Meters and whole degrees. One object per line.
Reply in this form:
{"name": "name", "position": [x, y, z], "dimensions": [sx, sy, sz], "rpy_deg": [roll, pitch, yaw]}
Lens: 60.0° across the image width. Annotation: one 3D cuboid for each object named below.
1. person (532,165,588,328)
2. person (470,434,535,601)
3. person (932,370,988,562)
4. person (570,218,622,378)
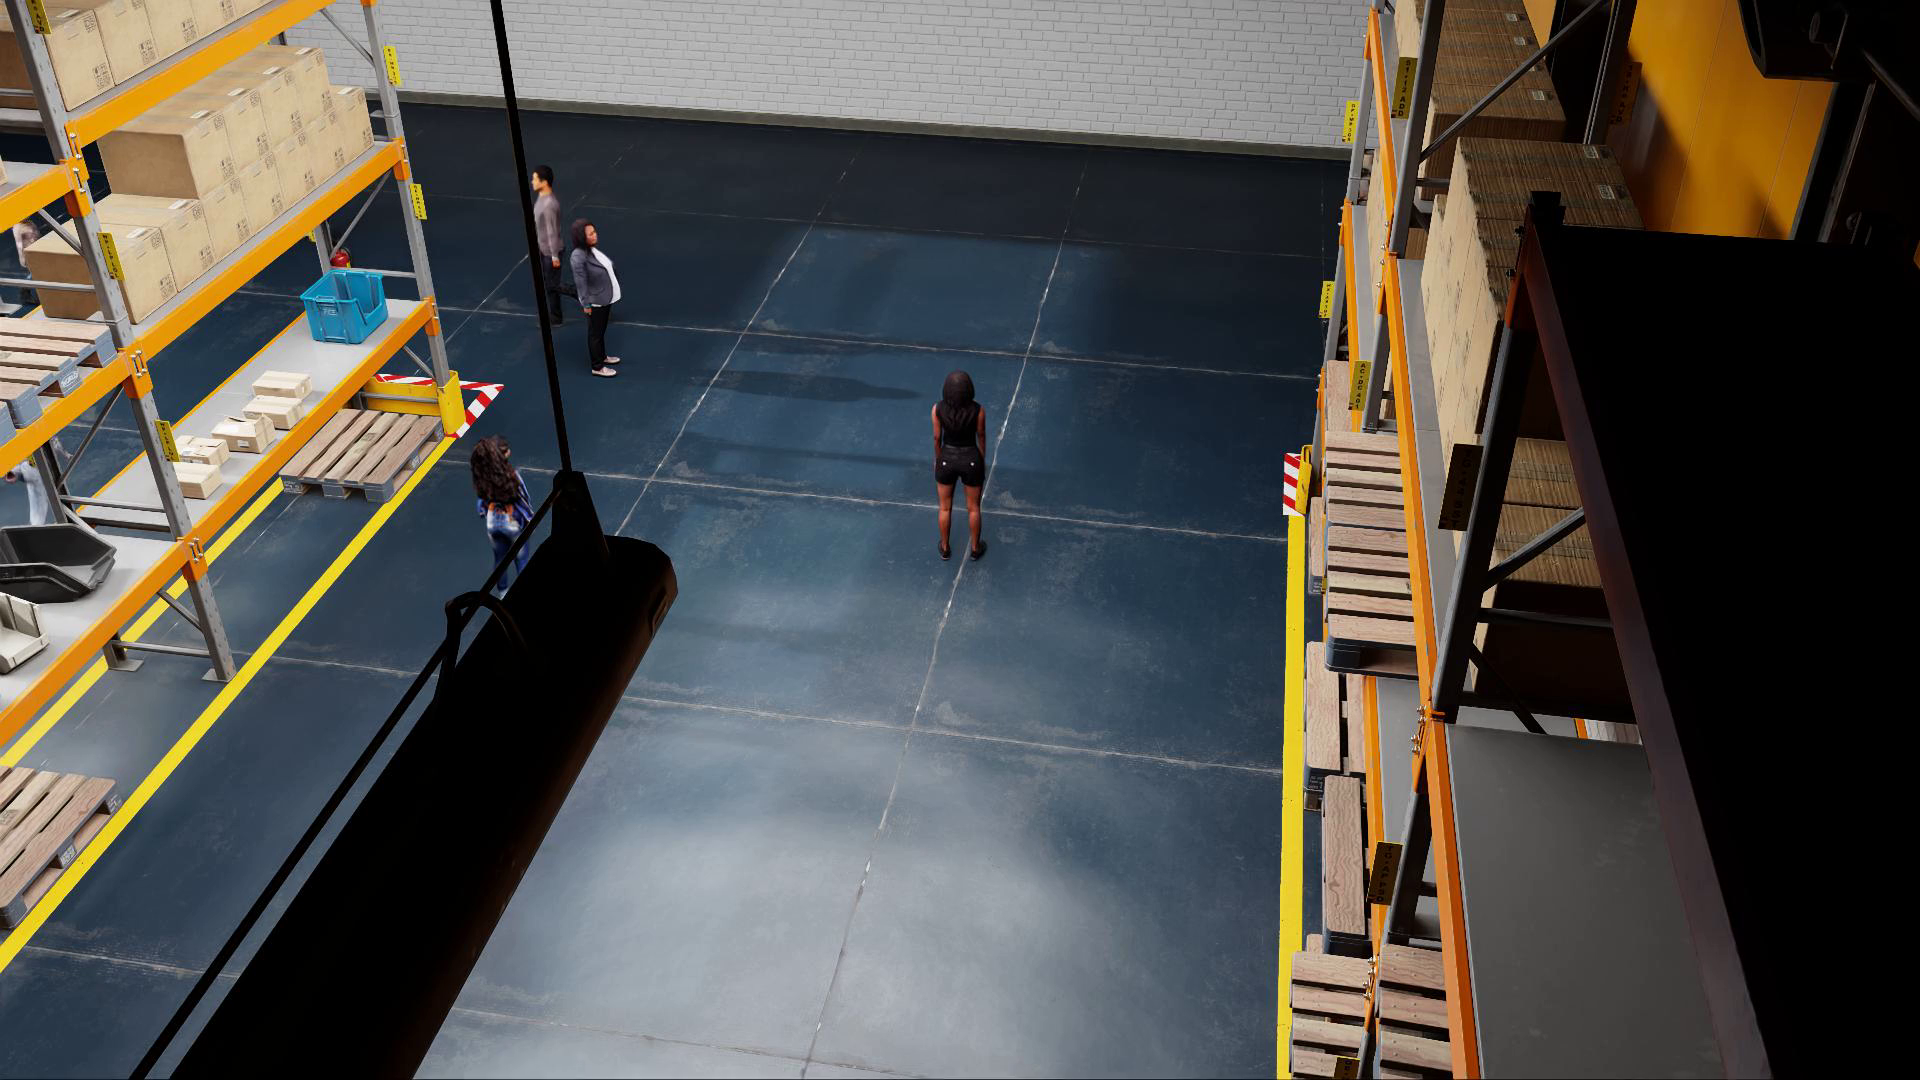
{"name": "person", "position": [-4.124, -2.999, 17.106], "dimensions": [0.957, 1.753, 0.978], "rpy_deg": [-23, 40, -30]}
{"name": "person", "position": [-3.512, -0.114, 12.885], "dimensions": [0.625, 1.621, 0.566], "rpy_deg": [9, 35, 13]}
{"name": "person", "position": [-0.002, -0.604, 13.515], "dimensions": [0.610, 1.741, 0.548], "rpy_deg": [2, 34, 3]}
{"name": "person", "position": [-3.592, -2.398, 16.344], "dimensions": [0.773, 1.597, 0.642], "rpy_deg": [0, 34, 0]}
